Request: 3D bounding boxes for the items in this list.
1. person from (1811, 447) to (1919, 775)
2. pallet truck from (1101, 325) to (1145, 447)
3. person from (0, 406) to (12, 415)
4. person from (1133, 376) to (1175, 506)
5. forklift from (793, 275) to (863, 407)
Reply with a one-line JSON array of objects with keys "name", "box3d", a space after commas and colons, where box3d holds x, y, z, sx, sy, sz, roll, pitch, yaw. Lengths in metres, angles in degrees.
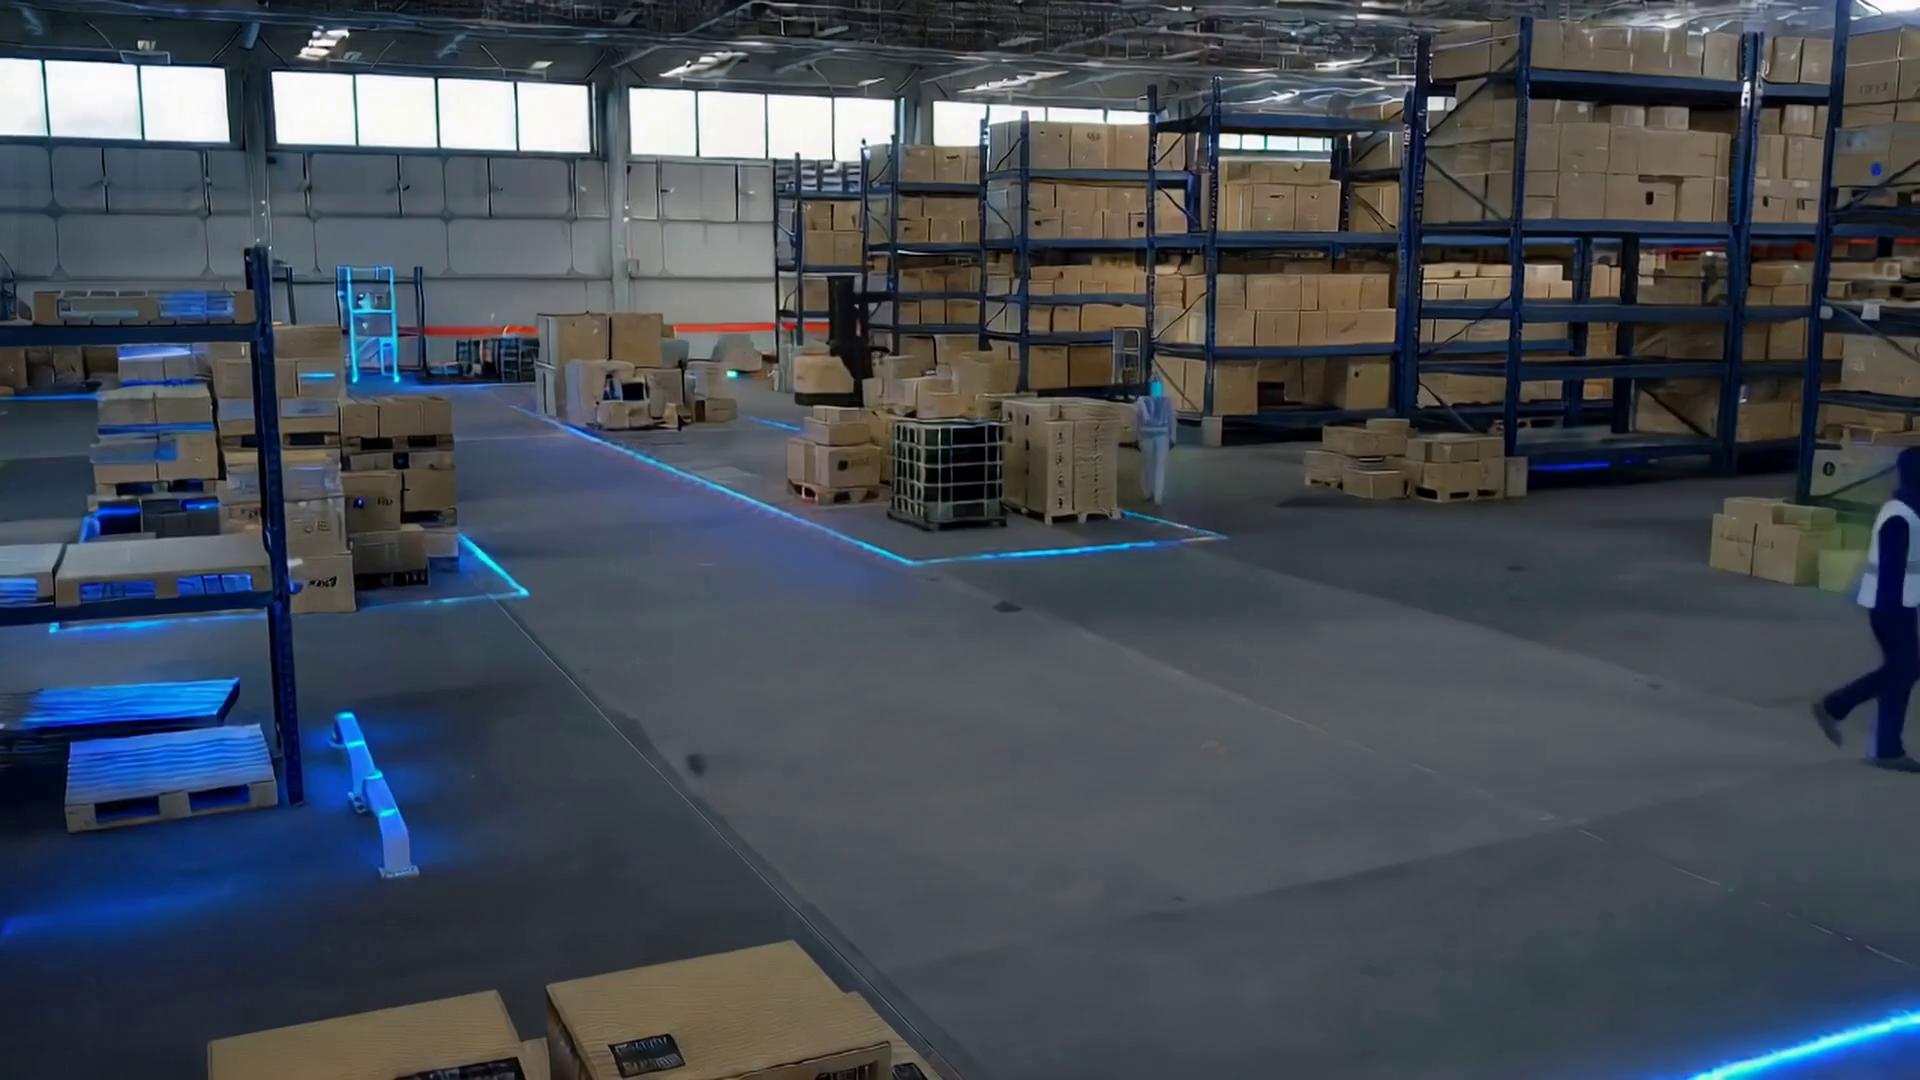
[{"name": "person", "box3d": [5.372, 0.395, 9.649, 0.578, 1.904, 0.604, 6, 11, 34]}, {"name": "pallet truck", "box3d": [2.881, -2.596, 27.923, 0.823, 1.965, 1.885, -1, 9, -7]}, {"name": "person", "box3d": [-19.399, -3.369, 33.044, 0.971, 1.890, 0.555, -9, 13, -44]}, {"name": "person", "box3d": [2.418, -1.260, 20.830, 0.525, 1.610, 0.752, 0, 9, 1]}, {"name": "forklift", "box3d": [-2.566, -4.280, 35.639, 1.873, 2.768, 1.129, -4, 10, -22]}]
